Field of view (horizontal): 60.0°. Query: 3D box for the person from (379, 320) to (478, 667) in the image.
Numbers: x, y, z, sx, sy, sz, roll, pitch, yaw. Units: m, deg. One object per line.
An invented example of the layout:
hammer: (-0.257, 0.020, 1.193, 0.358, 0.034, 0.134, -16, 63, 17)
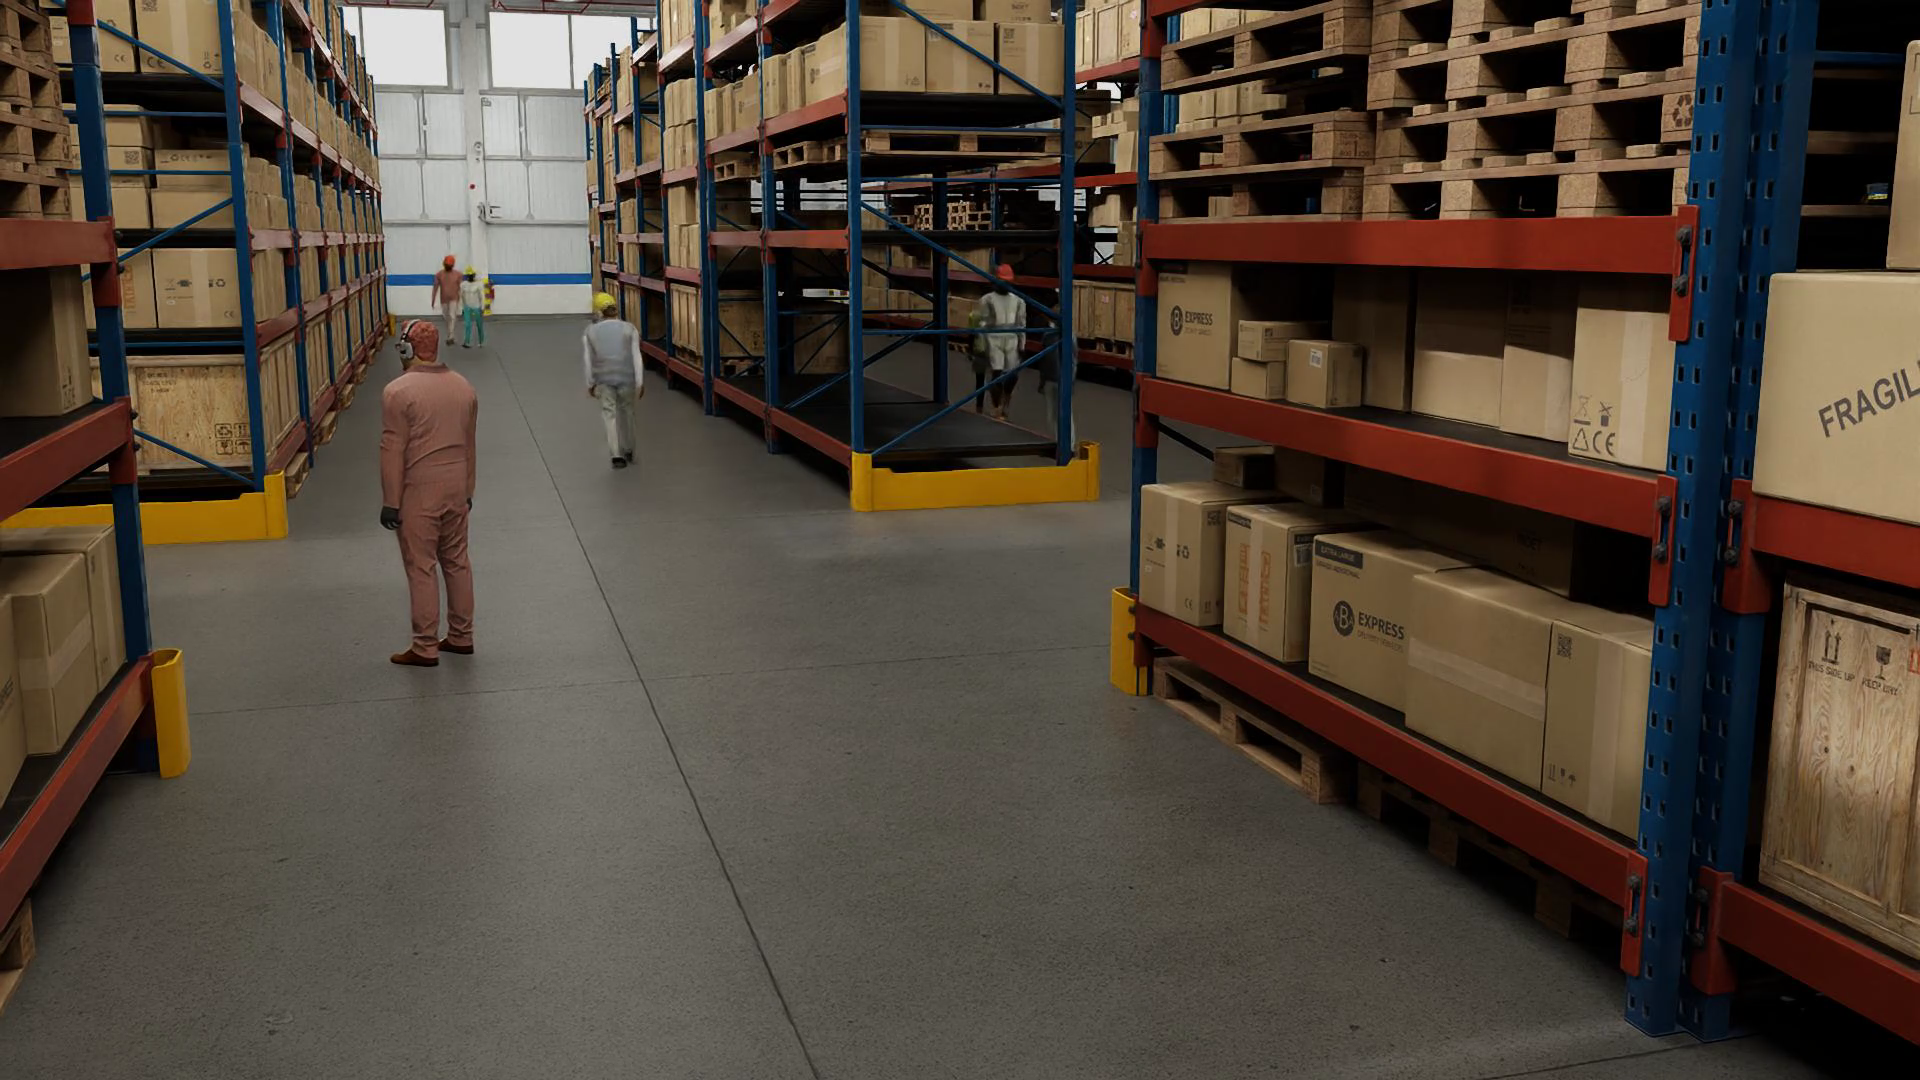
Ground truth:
person: (-2.948, -0.260, 9.195, 0.400, 1.901, 0.643, 5, 11, 25)

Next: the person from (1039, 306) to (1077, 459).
person: (1.036, -1.658, 17.610, 0.281, 1.624, 0.495, -9, 14, -41)

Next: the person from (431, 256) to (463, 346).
person: (-11.096, -5.168, 35.993, 0.671, 1.924, 1.030, 0, 10, 0)

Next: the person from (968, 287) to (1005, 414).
person: (0.359, -2.469, 21.849, 0.540, 1.695, 0.317, -2, 10, -10)

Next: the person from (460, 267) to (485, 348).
person: (-10.345, -4.936, 35.334, 0.536, 1.710, 0.958, 0, 10, 0)

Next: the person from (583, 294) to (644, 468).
person: (-3.563, -1.641, 17.116, 0.607, 1.769, 0.957, -1, 10, -7)

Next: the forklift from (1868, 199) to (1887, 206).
forklift: (11.338, -2.915, 21.052, 1.129, 2.768, 1.873, -3, 11, -17)

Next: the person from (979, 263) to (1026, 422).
person: (0.531, -2.482, 21.012, 0.611, 2.029, 0.578, -2, 11, -13)
